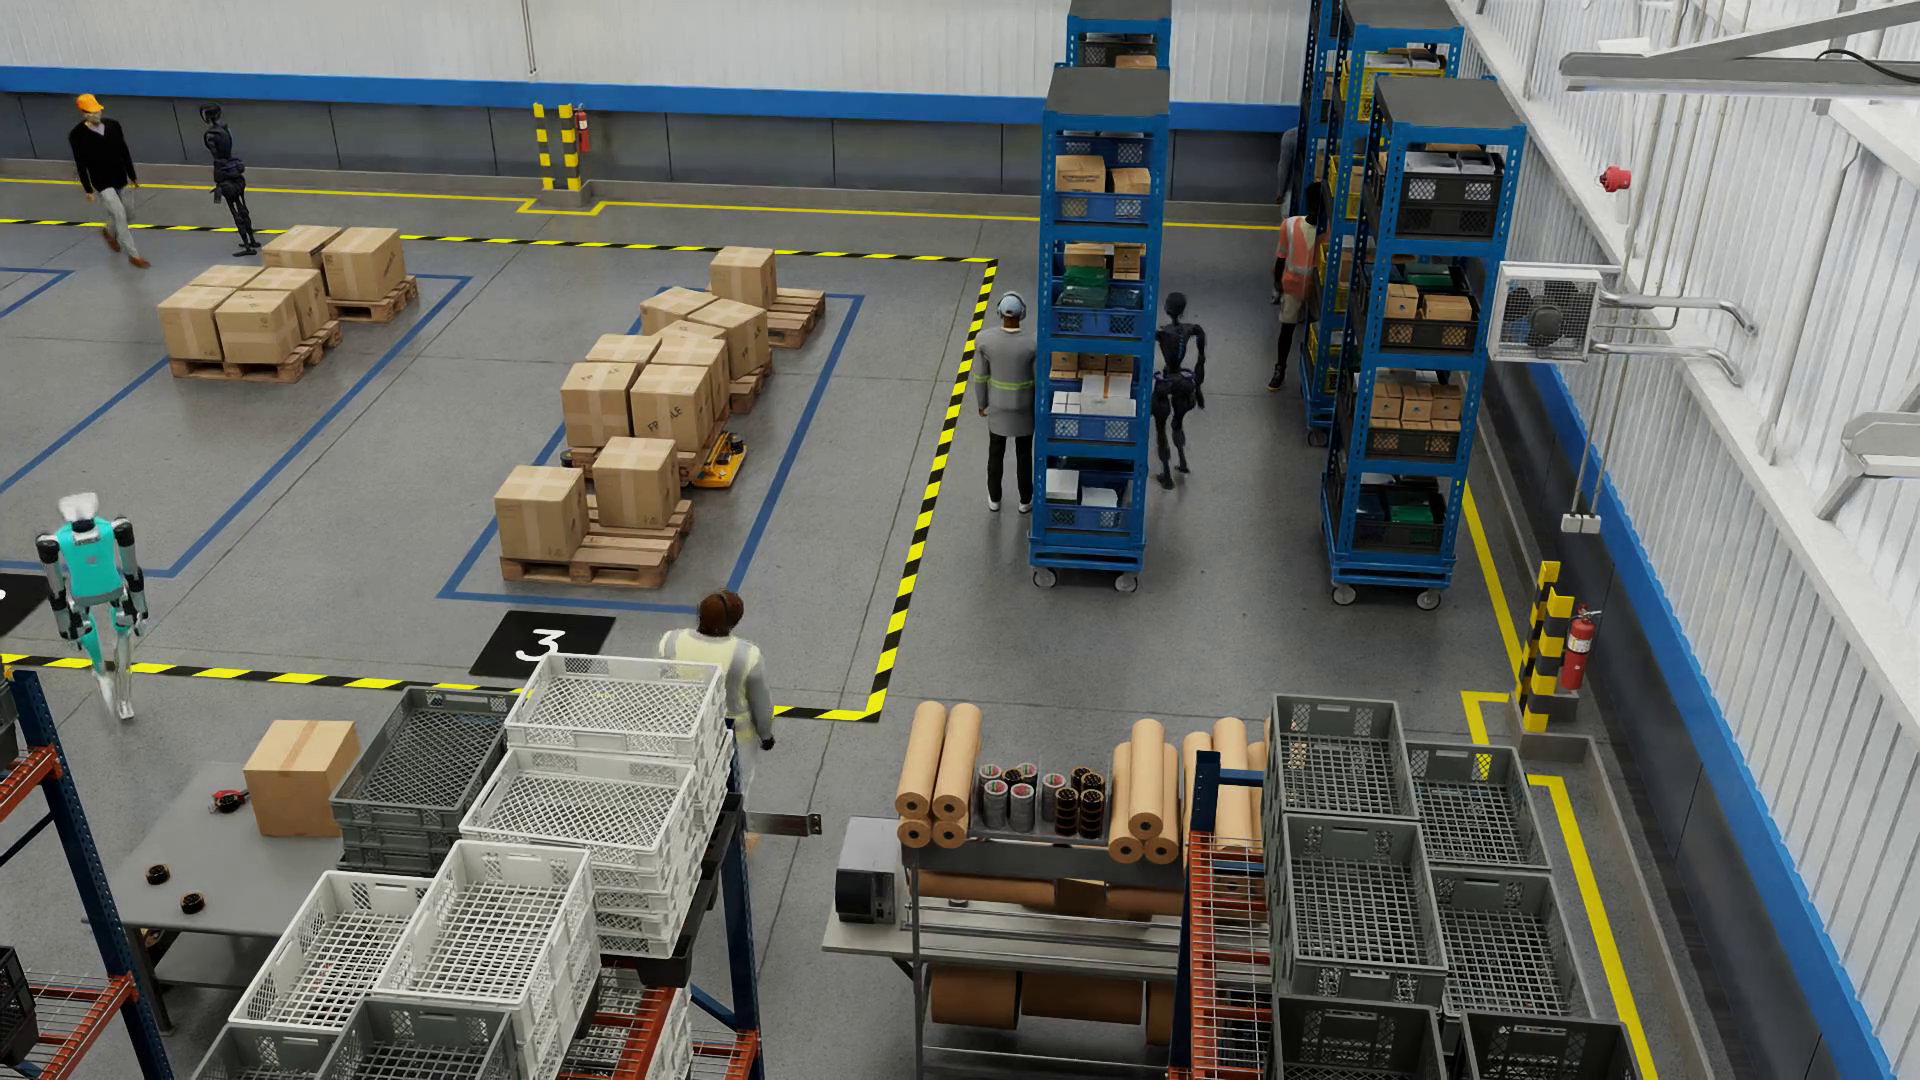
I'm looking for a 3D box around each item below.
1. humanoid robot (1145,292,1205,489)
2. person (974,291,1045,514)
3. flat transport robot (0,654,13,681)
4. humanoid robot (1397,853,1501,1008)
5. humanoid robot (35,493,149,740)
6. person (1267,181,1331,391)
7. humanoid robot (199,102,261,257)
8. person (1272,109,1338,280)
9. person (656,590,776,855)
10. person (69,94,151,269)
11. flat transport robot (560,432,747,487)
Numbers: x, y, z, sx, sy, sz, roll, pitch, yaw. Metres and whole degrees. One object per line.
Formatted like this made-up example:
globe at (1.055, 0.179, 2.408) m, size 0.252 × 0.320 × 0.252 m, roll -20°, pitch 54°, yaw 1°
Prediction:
humanoid robot at (1.689, -1.202, 13.347) m, size 0.612 × 1.647 × 0.365 m, roll -9°, pitch 31°, yaw -15°
person at (0.404, -1.067, 12.932) m, size 0.589 × 1.852 × 0.365 m, roll 6°, pitch 31°, yaw 10°
flat transport robot at (-7.142, 0.969, 11.010) m, size 1.431 × 0.231 × 0.659 m, roll 3°, pitch 30°, yaw 6°
humanoid robot at (2.212, 2.093, 7.729) m, size 0.589 × 1.625 × 0.786 m, roll 12°, pitch 32°, yaw 20°
humanoid robot at (-5.416, 0.434, 10.483) m, size 0.553 × 1.790 × 0.795 m, roll -19°, pitch 35°, yaw -29°
person at (3.083, -2.243, 14.839) m, size 0.605 × 1.967 × 0.368 m, roll 9°, pitch 31°, yaw 15°
humanoid robot at (-7.906, -3.901, 17.961) m, size 0.315 × 1.655 × 0.599 m, roll -2°, pitch 30°, yaw -4°
person at (3.574, -3.642, 17.287) m, size 0.627 × 1.930 × 0.385 m, roll -9°, pitch 31°, yaw -15°
person at (-1.382, 1.048, 9.356) m, size 0.734 × 1.804 × 0.429 m, roll 8°, pitch 31°, yaw 14°
person at (-9.073, -3.832, 17.672) m, size 0.722 × 1.861 × 0.590 m, roll 16°, pitch 34°, yaw 25°
flat transport robot at (-2.554, -0.707, 13.861) m, size 1.431 × 0.197 × 0.652 m, roll 3°, pitch 30°, yaw 6°
